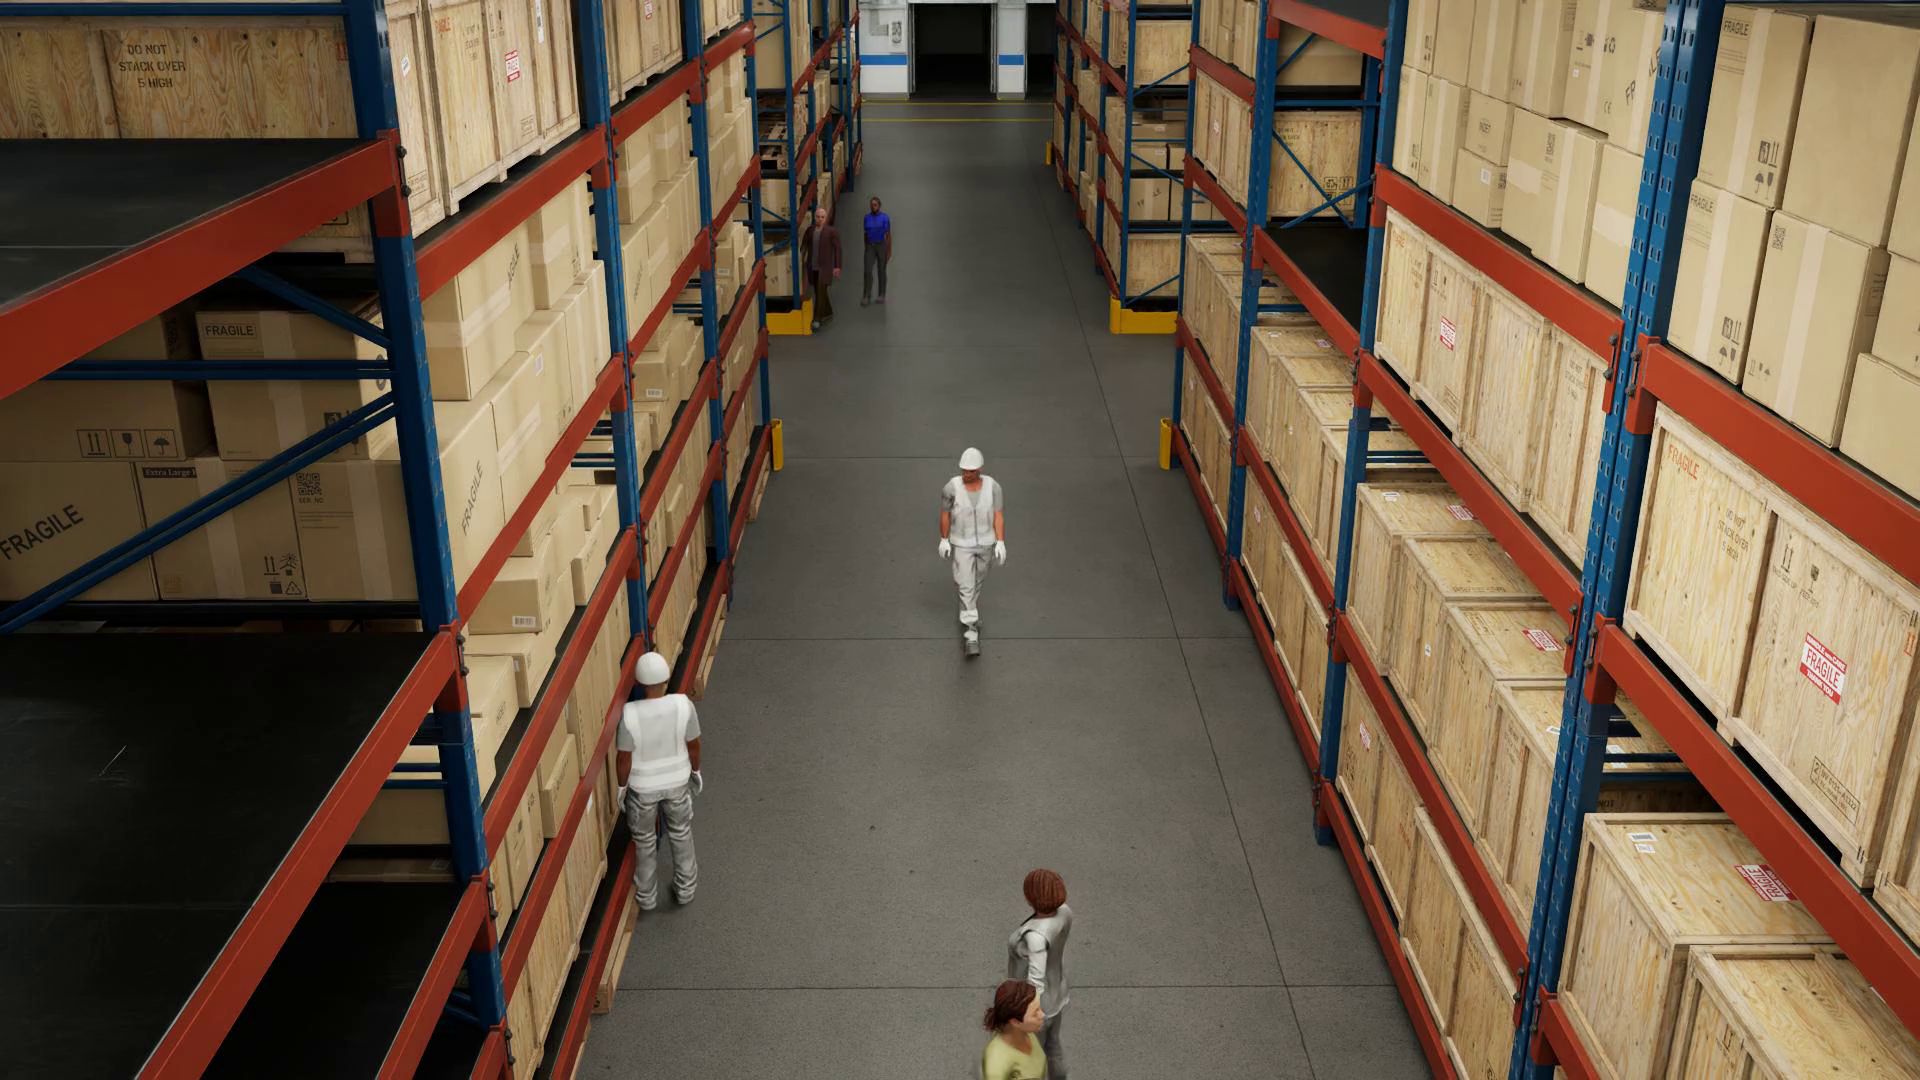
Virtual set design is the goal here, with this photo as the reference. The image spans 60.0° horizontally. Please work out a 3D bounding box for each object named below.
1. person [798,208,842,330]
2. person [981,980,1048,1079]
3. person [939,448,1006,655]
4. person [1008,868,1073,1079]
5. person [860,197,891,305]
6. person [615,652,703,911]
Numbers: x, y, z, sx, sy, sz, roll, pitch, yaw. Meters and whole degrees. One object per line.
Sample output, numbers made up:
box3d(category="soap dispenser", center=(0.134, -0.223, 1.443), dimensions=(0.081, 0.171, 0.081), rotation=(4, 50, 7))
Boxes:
box3d(category="person", center=(-2.132, -4.022, 24.674), dimensions=(0.607, 1.753, 0.906), rotation=(11, 24, 26))
box3d(category="person", center=(0.198, 2.739, 7.743), dimensions=(0.962, 1.631, 0.444), rotation=(11, 24, 26))
box3d(category="person", center=(0.134, 0.060, 14.317), dimensions=(0.543, 1.750, 0.949), rotation=(-6, 22, -15))
box3d(category="person", center=(0.400, 2.403, 8.649), dimensions=(0.323, 1.608, 0.413), rotation=(10, 24, 25))
box3d(category="person", center=(-1.320, -4.528, 26.101), dimensions=(0.456, 1.642, 0.622), rotation=(3, 22, 8))
box3d(category="person", center=(-1.933, 1.522, 10.620), dimensions=(0.560, 1.789, 0.388), rotation=(-9, 23, -21))
